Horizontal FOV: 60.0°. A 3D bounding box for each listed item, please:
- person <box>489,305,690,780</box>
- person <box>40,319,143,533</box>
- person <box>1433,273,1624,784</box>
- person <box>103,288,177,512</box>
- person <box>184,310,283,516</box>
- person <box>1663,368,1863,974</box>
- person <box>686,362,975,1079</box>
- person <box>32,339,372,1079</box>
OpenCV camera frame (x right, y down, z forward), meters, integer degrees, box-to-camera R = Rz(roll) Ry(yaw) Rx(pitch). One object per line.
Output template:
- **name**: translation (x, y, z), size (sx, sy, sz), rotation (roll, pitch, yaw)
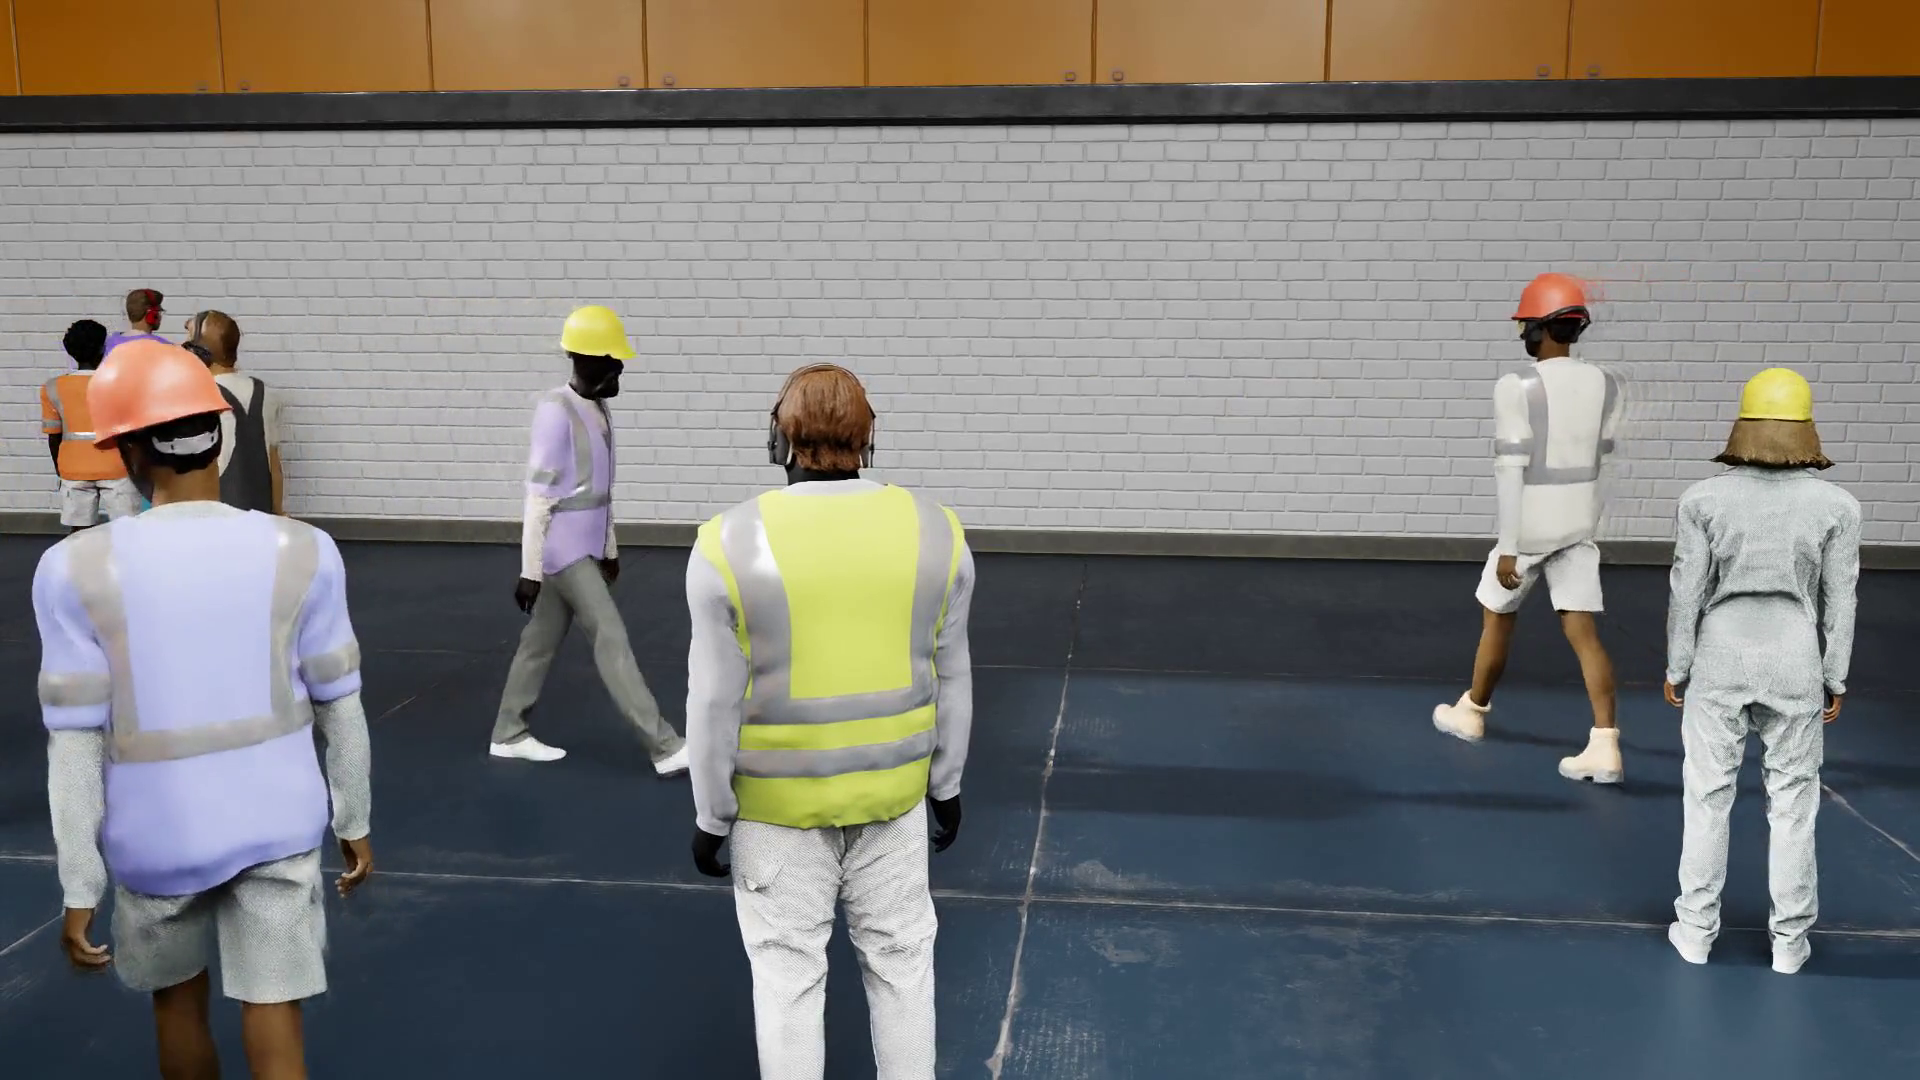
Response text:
- **person**: translation (-1.431, 0.026, 6.497), size (1.066, 1.851, 0.633), rotation (1, 10, 3)
- **person**: translation (-4.729, -0.359, 9.146), size (0.535, 1.699, 0.318), rotation (-1, 10, -6)
- **person**: translation (2.351, -0.063, 6.652), size (0.622, 1.987, 1.081), rotation (-3, 10, -19)
- **person**: translation (-5.134, -0.678, 10.594), size (0.577, 1.825, 0.498), rotation (5, 11, 26)
- **person**: translation (-3.097, -0.067, 7.111), size (0.741, 1.826, 0.531), rotation (5, 11, 25)
- **person**: translation (2.299, 0.376, 4.814), size (0.492, 1.740, 0.325), rotation (4, 11, 20)
- **person**: translation (-0.281, 0.544, 3.569), size (0.633, 1.841, 0.429), rotation (-4, 11, -22)
- **person**: translation (-1.488, 0.555, 3.330), size (0.577, 1.895, 0.844), rotation (-5, 11, -28)
